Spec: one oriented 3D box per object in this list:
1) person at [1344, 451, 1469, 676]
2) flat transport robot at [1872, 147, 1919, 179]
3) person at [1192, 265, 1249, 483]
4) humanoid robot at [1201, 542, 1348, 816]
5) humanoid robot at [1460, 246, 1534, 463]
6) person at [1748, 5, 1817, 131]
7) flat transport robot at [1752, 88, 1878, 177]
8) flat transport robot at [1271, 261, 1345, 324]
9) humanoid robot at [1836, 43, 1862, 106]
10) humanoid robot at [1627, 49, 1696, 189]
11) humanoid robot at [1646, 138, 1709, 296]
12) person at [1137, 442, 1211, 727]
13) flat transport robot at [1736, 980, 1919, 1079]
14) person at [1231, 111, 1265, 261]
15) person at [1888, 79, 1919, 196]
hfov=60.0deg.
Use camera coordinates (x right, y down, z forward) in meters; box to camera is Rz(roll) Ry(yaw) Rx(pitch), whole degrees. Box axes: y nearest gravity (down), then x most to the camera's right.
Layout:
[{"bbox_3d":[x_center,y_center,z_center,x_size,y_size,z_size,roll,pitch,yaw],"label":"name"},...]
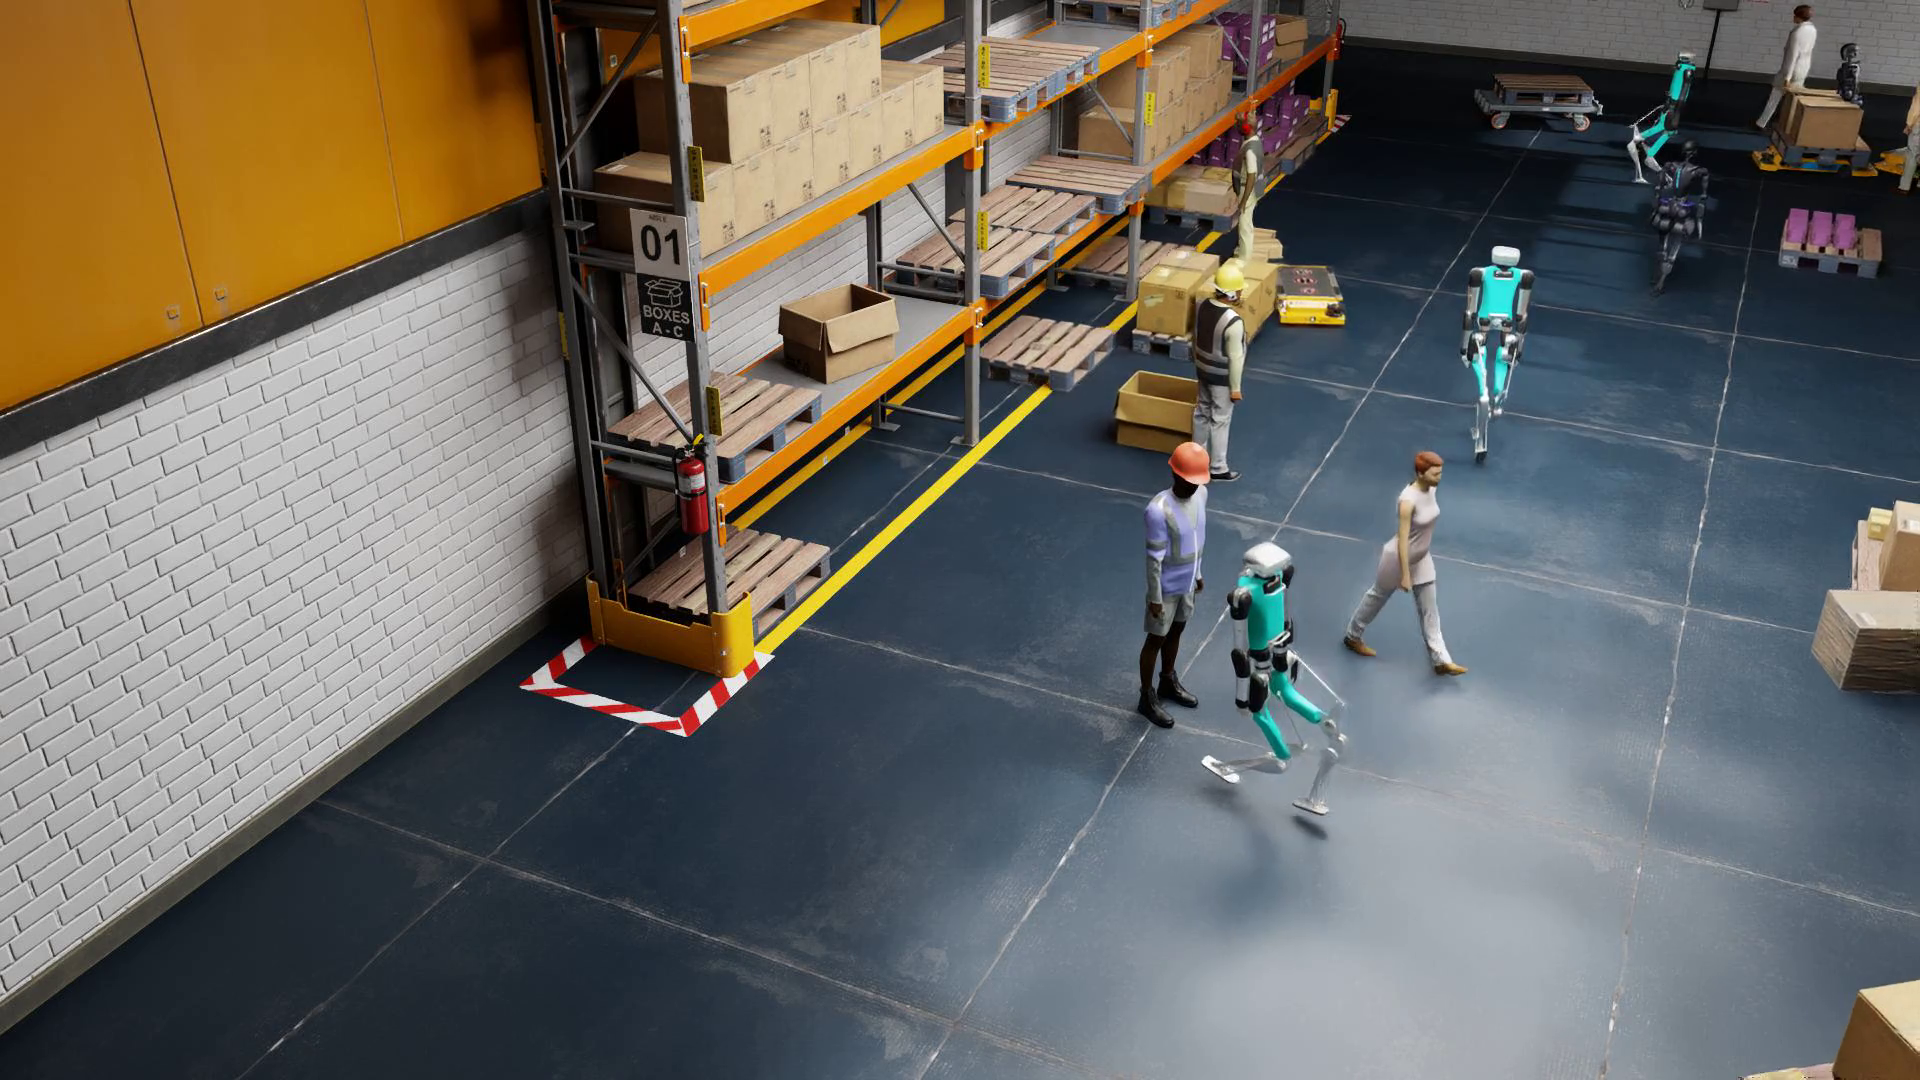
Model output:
[{"bbox_3d":[3.004,0.153,11.024,0.475,1.604,0.906,-25,37,-38],"label":"person"},{"bbox_3d":[12.834,-5.037,22.068,1.431,0.231,0.659,-17,32,-28],"label":"flat transport robot"},{"bbox_3d":[2.128,-1.365,13.612,0.404,1.832,0.591,-13,31,-22],"label":"person"},{"bbox_3d":[1.907,0.887,9.570,1.051,1.744,0.554,24,36,37],"label":"humanoid robot"},{"bbox_3d":[4.509,-1.494,13.978,0.537,1.764,0.966,4,29,7],"label":"humanoid robot"},{"bbox_3d":[11.599,-6.591,23.339,0.527,1.799,0.787,-11,30,-19],"label":"person"},{"bbox_3d":[11.337,-5.030,22.055,1.431,0.231,0.659,7,29,13],"label":"flat transport robot"},{"bbox_3d":[3.651,-2.610,17.568,0.659,0.231,1.431,2,28,4],"label":"flat transport robot"},{"bbox_3d":[11.575,-5.654,21.745,0.580,1.626,0.610,4,29,6],"label":"humanoid robot"},{"bbox_3d":[8.842,-5.299,21.021,0.876,1.781,0.565,4,29,7],"label":"humanoid robot"},{"bbox_3d":[7.626,-3.457,17.679,0.720,1.629,0.603,-25,37,-38],"label":"humanoid robot"},{"bbox_3d":[1.373,0.260,10.497,0.372,1.932,0.542,24,36,37],"label":"person"},{"bbox_3d":[4.068,2.963,7.234,0.659,0.231,1.431,-6,29,-10],"label":"flat transport robot"},{"bbox_3d":[3.096,-3.716,17.966,0.389,1.837,0.563,5,29,9],"label":"person"},{"bbox_3d":[12.079,-5.252,20.794,0.553,1.869,0.392,-10,30,-18],"label":"person"}]
